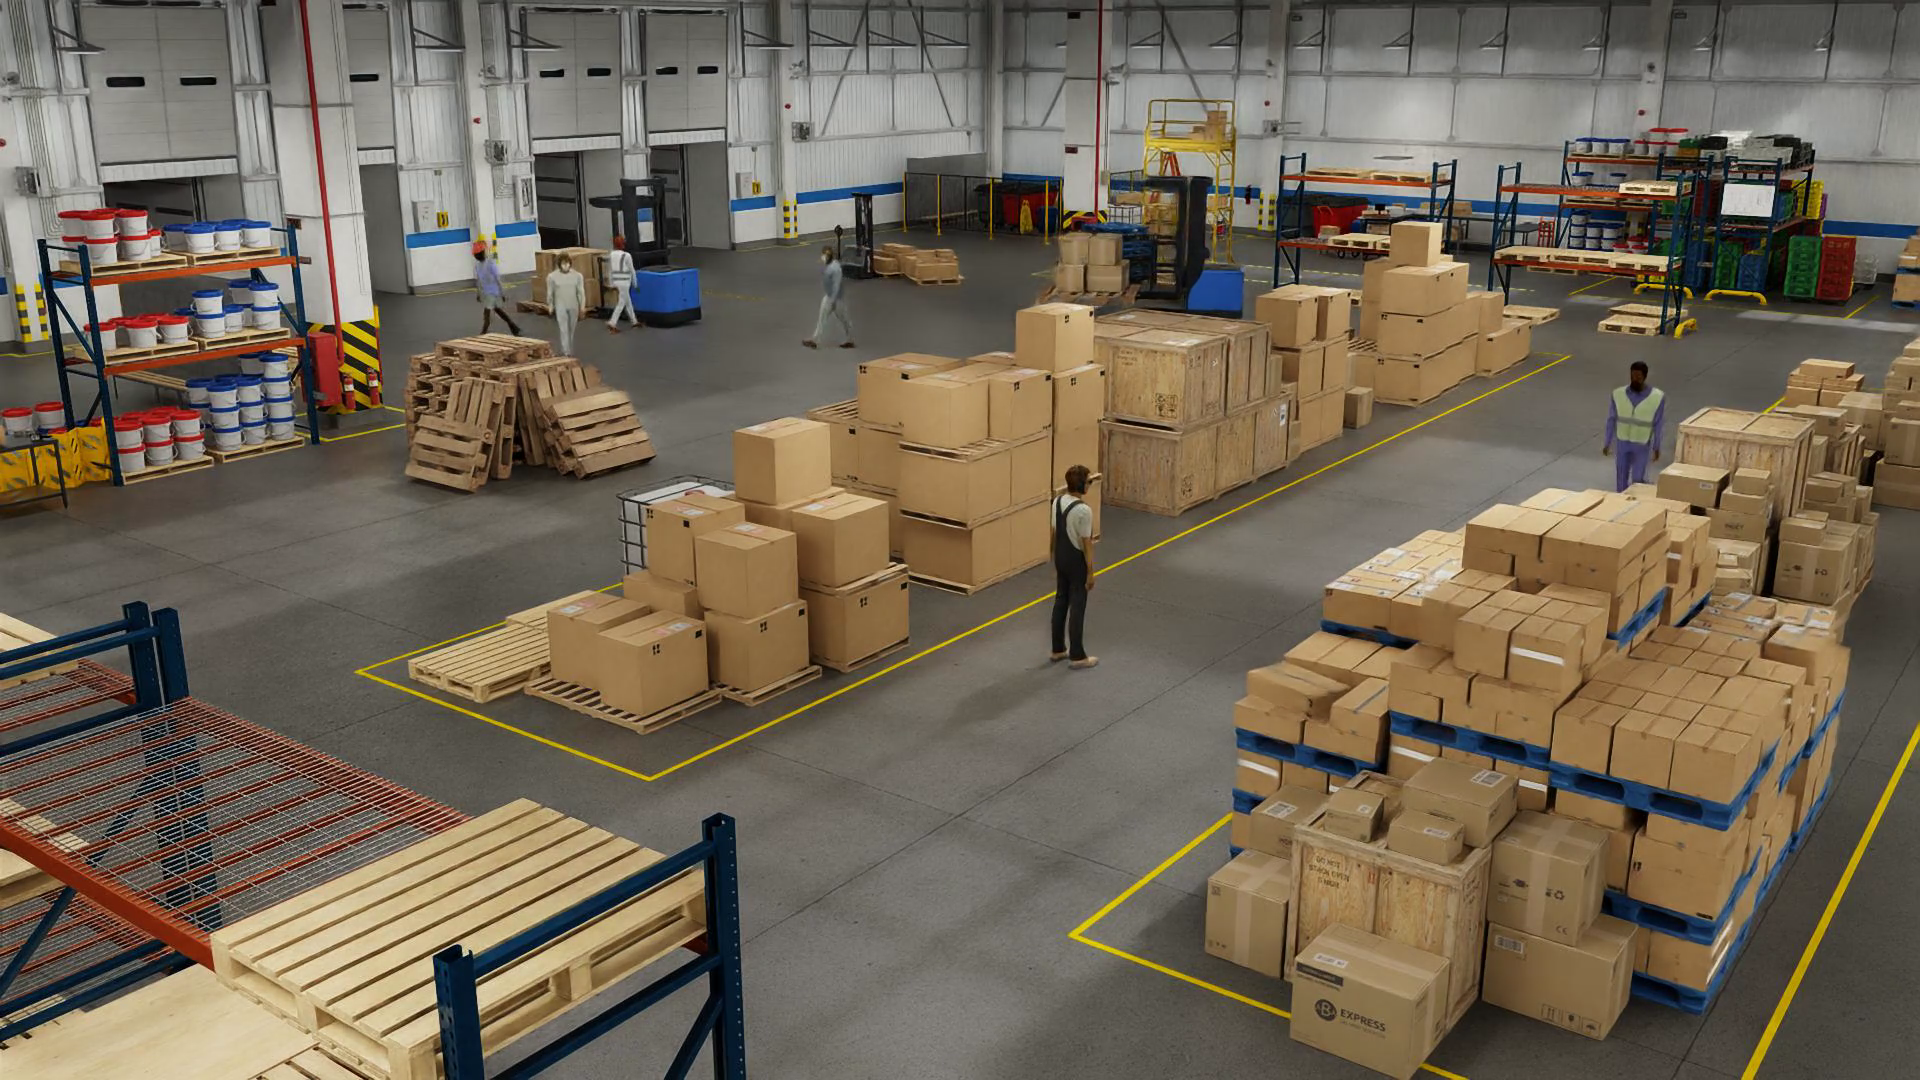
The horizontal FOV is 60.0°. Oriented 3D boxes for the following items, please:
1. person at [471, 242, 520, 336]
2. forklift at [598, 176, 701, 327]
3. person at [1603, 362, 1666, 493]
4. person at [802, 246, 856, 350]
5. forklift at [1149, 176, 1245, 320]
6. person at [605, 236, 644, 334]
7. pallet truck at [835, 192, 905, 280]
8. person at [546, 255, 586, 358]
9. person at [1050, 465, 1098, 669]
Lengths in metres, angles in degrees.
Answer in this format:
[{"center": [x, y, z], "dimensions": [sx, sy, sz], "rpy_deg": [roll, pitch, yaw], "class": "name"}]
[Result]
[{"center": [-8.632, -4.612, 30.809], "dimensions": [0.556, 1.866, 1.028], "rpy_deg": [15, 22, 40], "class": "person"}, {"center": [-6.138, -5.705, 32.666], "dimensions": [1.873, 2.768, 1.129], "rpy_deg": [12, 21, 35], "class": "forklift"}, {"center": [7.722, -1.112, 19.113], "dimensions": [0.628, 1.901, 0.461], "rpy_deg": [11, 20, 33], "class": "person"}, {"center": [-2.329, -4.320, 29.793], "dimensions": [1.064, 1.873, 0.645], "rpy_deg": [-10, 19, -30], "class": "person"}, {"center": [4.668, -5.709, 32.679], "dimensions": [1.873, 2.768, 1.129], "rpy_deg": [3, 17, 10], "class": "forklift"}, {"center": [-6.446, -4.876, 31.703], "dimensions": [0.610, 1.834, 0.982], "rpy_deg": [13, 21, 37], "class": "person"}, {"center": [-1.936, -7.159, 38.982], "dimensions": [1.885, 1.965, 0.823], "rpy_deg": [-12, 21, -34], "class": "pallet truck"}, {"center": [-6.781, -3.991, 28.712], "dimensions": [0.630, 1.882, 1.041], "rpy_deg": [-7, 18, -23], "class": "person"}, {"center": [1.007, 0.232, 14.767], "dimensions": [0.325, 1.843, 0.517], "rpy_deg": [-12, 20, -34], "class": "person"}]
